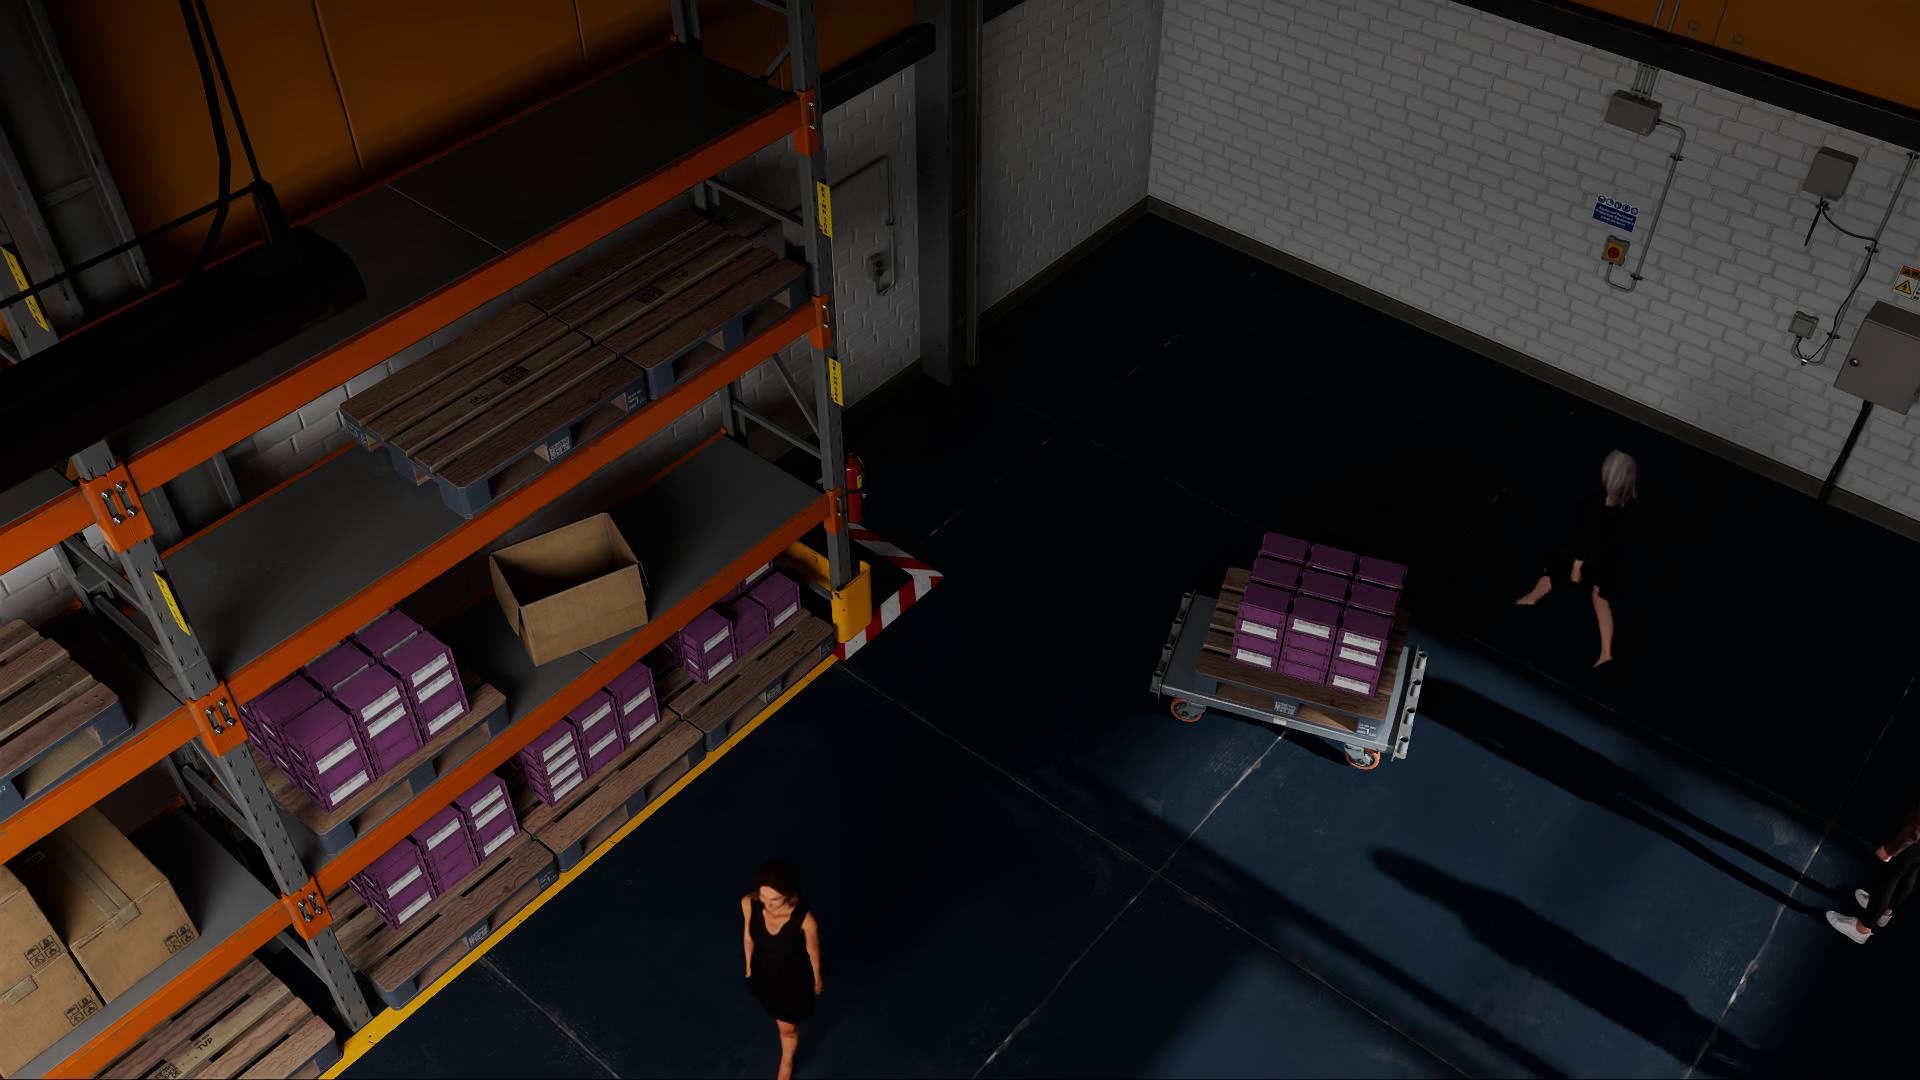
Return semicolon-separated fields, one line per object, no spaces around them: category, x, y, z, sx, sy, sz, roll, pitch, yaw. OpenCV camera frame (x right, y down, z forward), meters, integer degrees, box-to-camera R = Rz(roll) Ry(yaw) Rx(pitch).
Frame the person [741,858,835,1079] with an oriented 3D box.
person;-0.872;2.166;8.599;0.793;1.817;1.014;12;45;13

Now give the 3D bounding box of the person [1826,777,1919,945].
person;5.317;1.649;9.225;0.556;1.703;0.725;-22;48;-22

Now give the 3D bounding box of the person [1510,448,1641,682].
person;4.154;0.166;10.789;1.192;1.693;0.939;-22;48;-21
